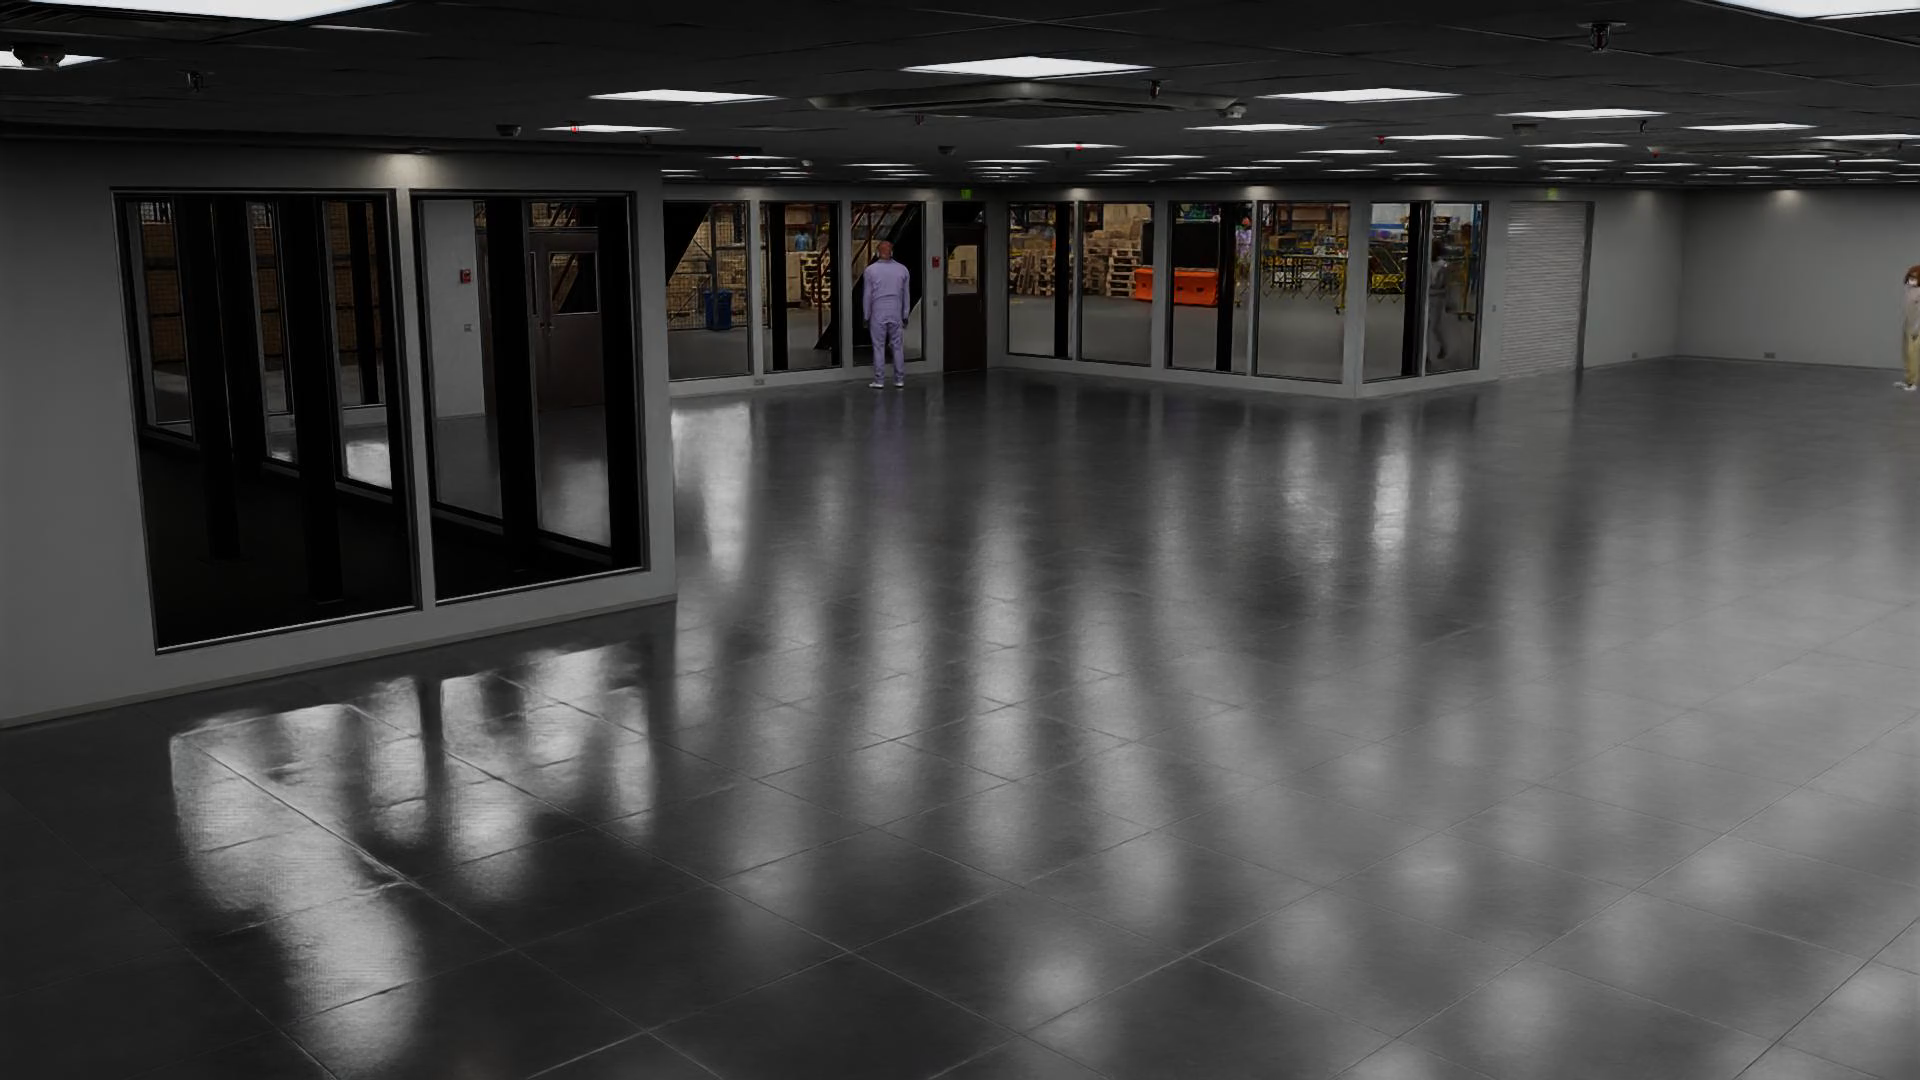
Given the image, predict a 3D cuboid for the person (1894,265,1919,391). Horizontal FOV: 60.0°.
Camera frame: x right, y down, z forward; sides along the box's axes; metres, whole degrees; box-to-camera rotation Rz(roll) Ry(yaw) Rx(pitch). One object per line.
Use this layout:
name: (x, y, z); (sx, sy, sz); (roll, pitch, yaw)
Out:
person: (12.167, -2.714, 21.305); (0.379, 1.605, 0.656); (1, 11, 4)

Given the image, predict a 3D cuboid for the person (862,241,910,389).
person: (-0.972, -2.920, 21.594); (0.648, 1.907, 0.401); (-5, 12, -22)
